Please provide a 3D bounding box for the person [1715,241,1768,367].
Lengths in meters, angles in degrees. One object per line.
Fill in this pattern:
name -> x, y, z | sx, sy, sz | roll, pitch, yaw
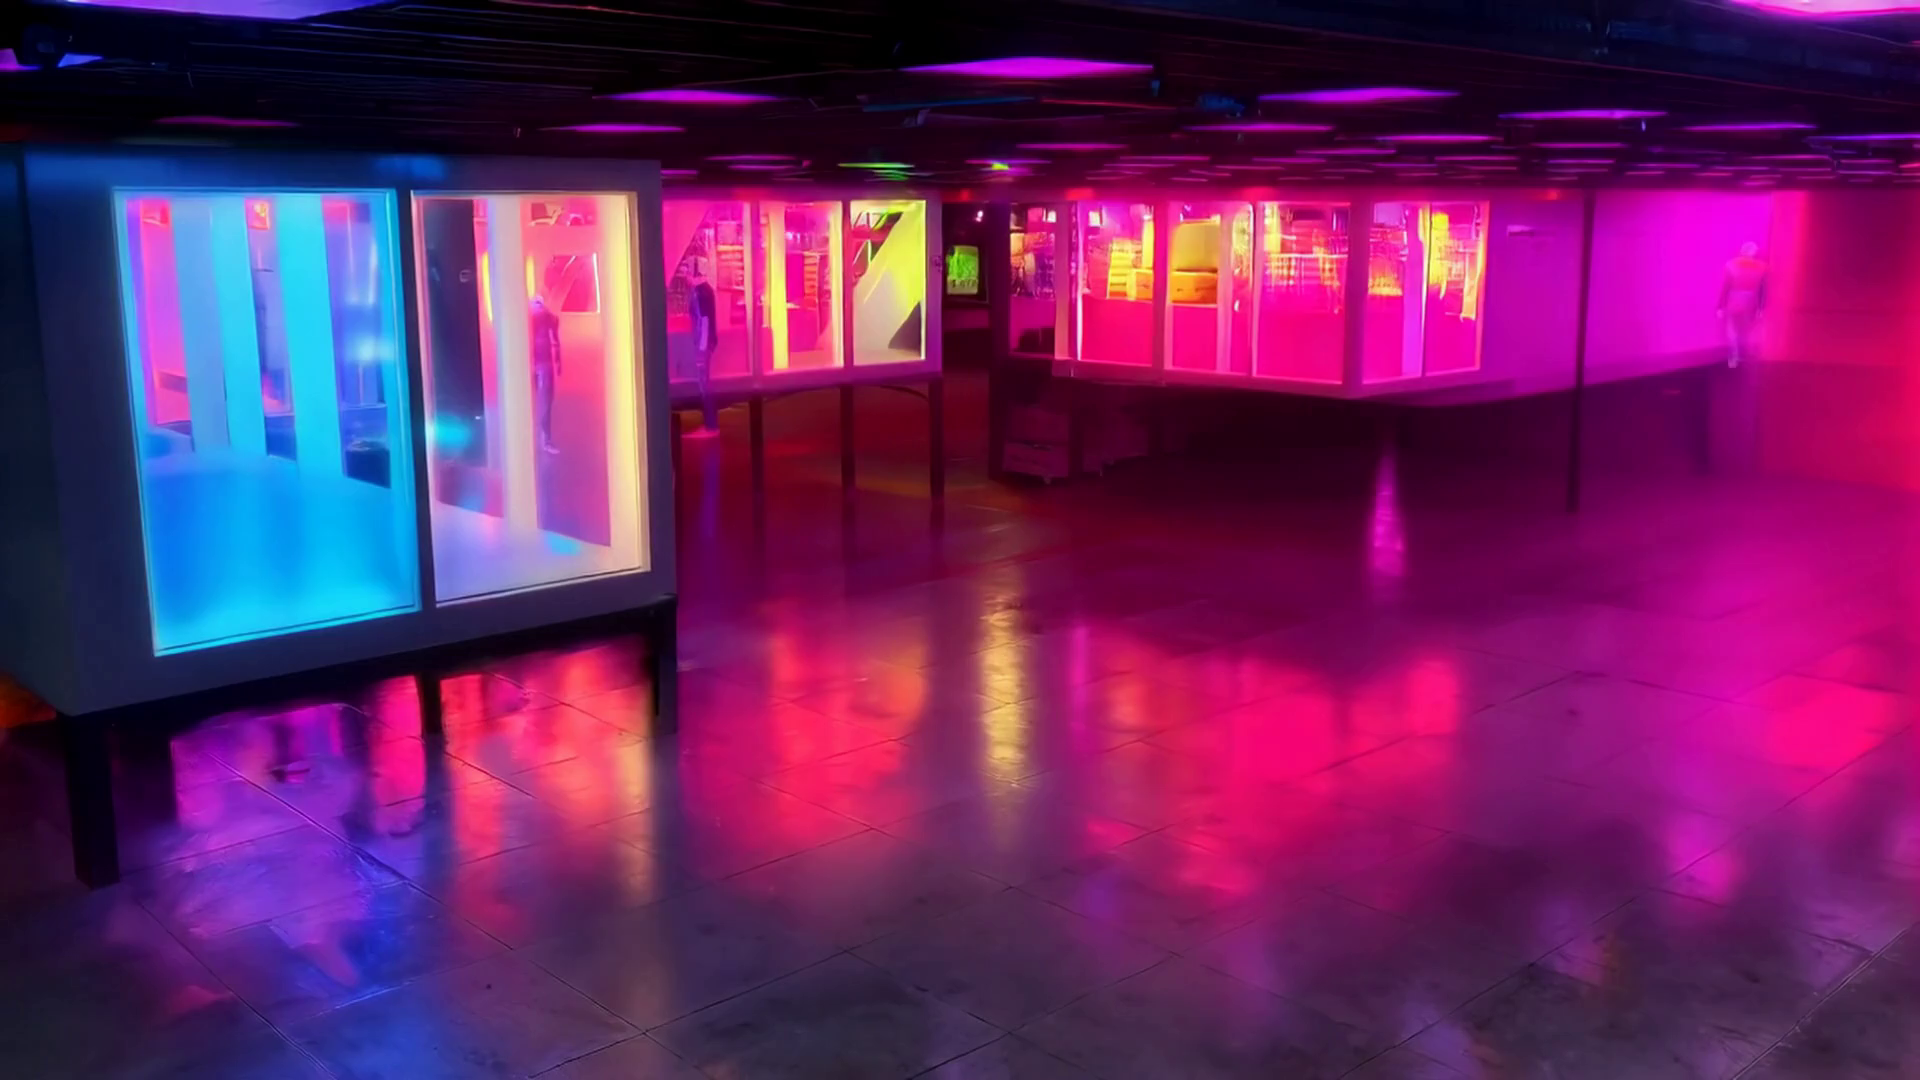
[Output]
person -> 11.523, -3.477, 24.553 | 0.669, 1.851, 0.942 | 5, 12, 22

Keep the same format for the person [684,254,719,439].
person -> -2.618, -1.953, 16.853 | 0.309, 1.868, 0.535 | -1, 11, -5
